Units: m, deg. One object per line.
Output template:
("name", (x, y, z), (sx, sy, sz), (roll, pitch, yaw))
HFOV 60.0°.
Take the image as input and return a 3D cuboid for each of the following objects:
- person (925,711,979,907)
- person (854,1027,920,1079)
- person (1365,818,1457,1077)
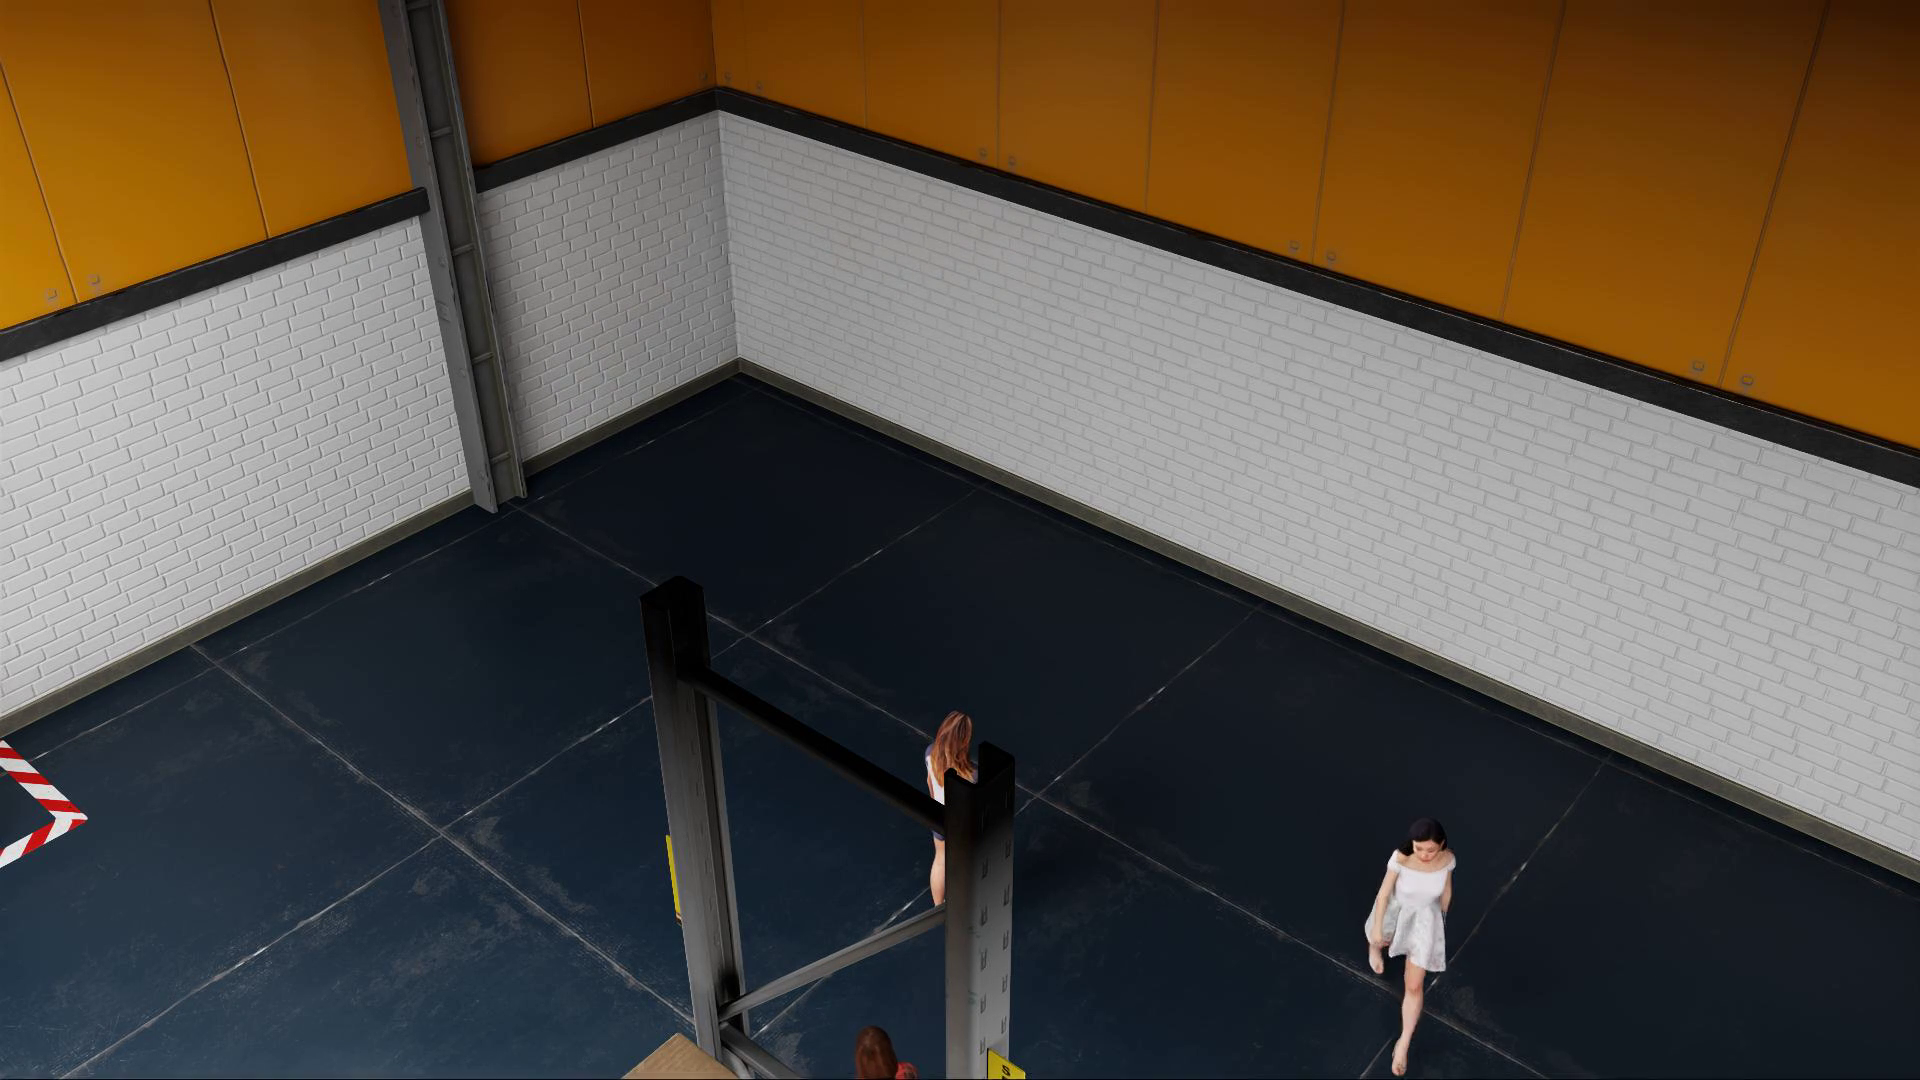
("person", (-0.035, 1.790, 10.535), (0.592, 1.733, 0.543), (27, 42, 34))
("person", (-0.401, 3.119, 8.563), (0.607, 1.701, 0.742), (-17, 37, -24))
("person", (2.640, 2.221, 9.898), (1.100, 1.720, 1.299), (0, 34, 0))
